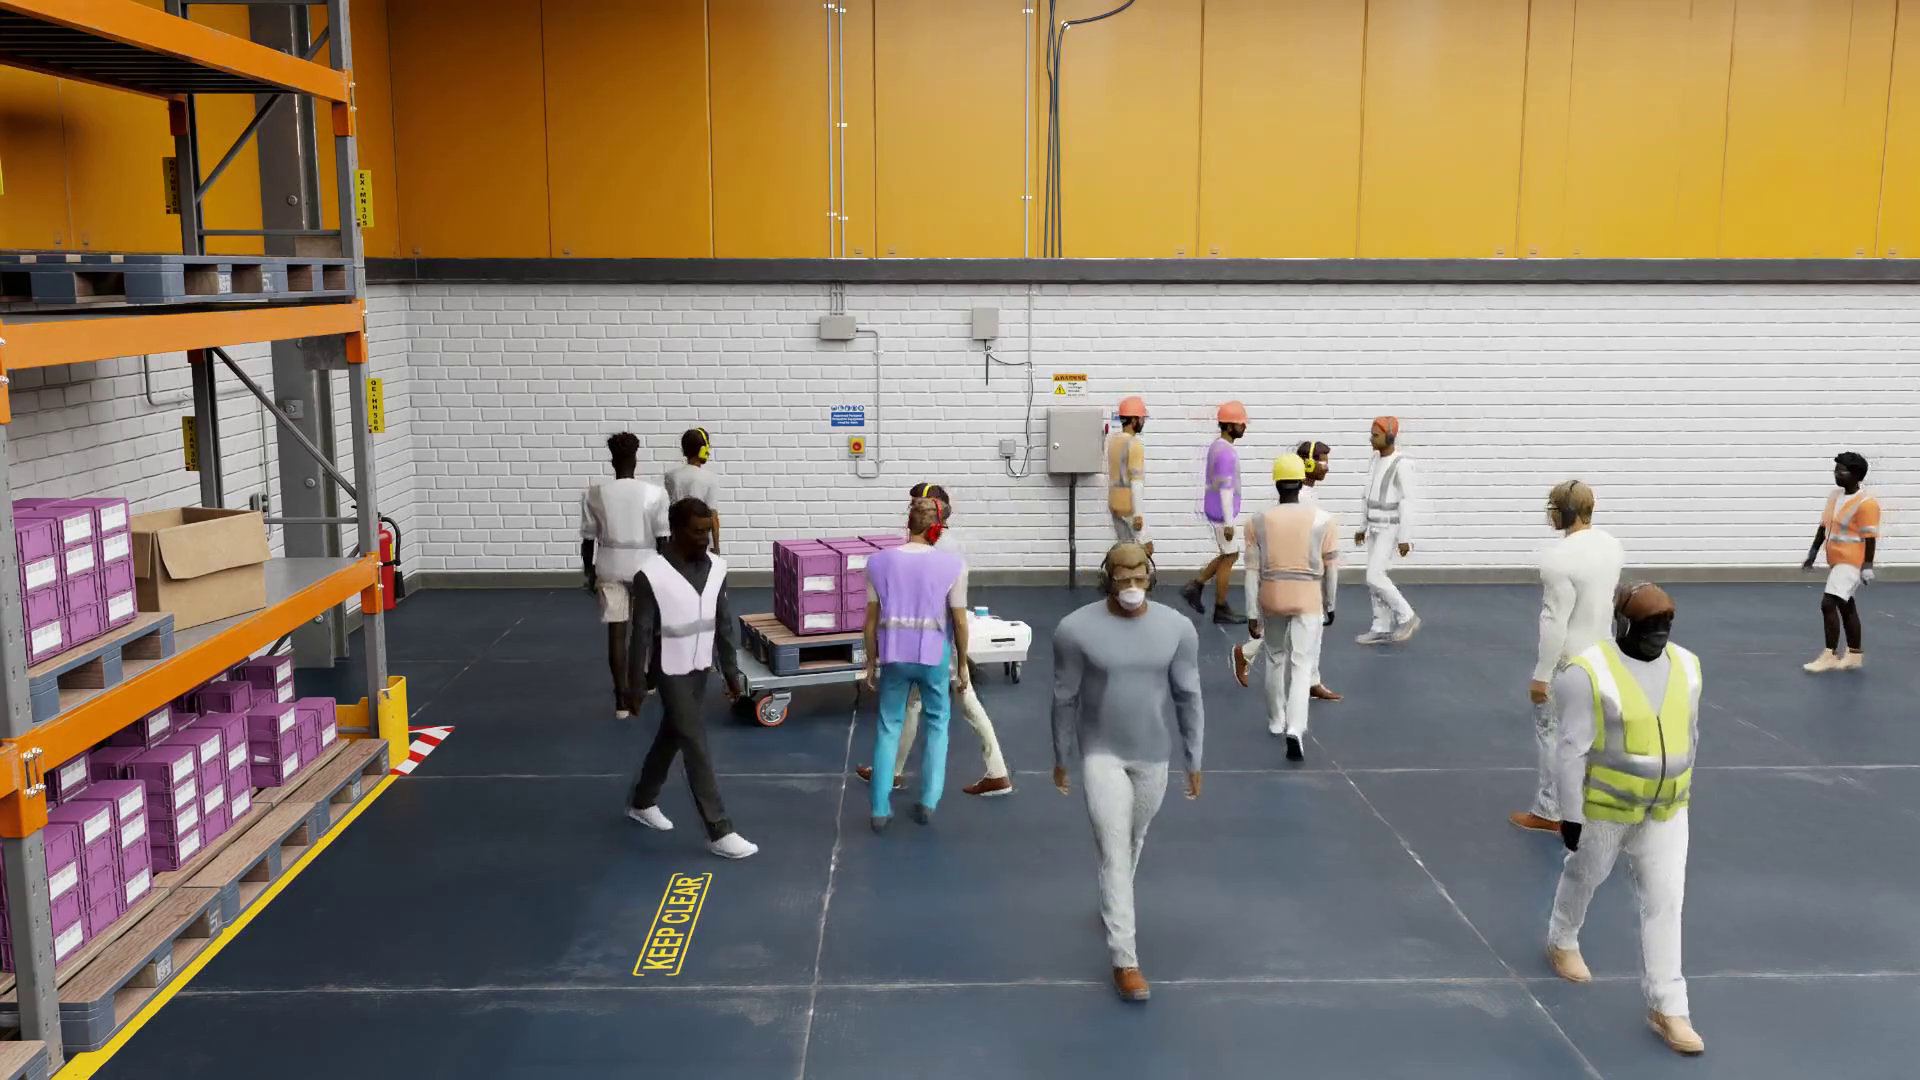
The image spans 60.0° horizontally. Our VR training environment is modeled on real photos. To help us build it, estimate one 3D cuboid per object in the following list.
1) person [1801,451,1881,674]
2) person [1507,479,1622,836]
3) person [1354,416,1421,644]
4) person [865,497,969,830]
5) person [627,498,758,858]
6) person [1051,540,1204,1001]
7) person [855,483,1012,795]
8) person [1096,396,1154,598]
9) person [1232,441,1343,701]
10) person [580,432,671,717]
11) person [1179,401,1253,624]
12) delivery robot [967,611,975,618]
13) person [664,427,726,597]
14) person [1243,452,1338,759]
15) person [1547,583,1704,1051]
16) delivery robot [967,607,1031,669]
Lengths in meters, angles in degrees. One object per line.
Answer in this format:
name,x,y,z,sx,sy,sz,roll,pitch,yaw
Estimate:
person,6.555,0.174,12.470,0.630,1.673,0.540,1,9,3
person,3.268,0.645,8.877,0.641,1.938,0.478,-7,12,-38
person,3.412,-0.072,13.385,0.426,1.867,0.580,-1,9,-8
person,-0.235,0.671,9.041,0.569,1.809,0.500,2,9,10
person,-1.444,0.692,8.766,1.025,1.857,0.594,6,11,34
person,0.724,0.925,7.234,0.647,1.893,1.011,-1,9,-8
person,-0.124,0.576,9.577,0.965,1.825,0.500,4,10,25
person,1.466,-0.301,14.613,0.449,1.923,0.555,-3,10,-18
person,2.339,0.212,11.746,0.723,1.840,0.533,5,10,28
person,-2.305,0.207,11.528,0.615,1.914,0.897,-1,9,-8
person,2.221,-0.228,14.174,0.506,1.923,0.558,0,9,1
delivery robot,-0.218,0.673,12.555,0.707,0.478,0.477,-6,11,-32
person,-1.986,0.081,12.517,0.541,1.850,0.401,4,10,23
person,2.066,0.398,10.478,0.580,1.898,0.938,3,10,15
person,2.700,1.048,6.771,0.644,1.796,0.970,-1,9,-7
delivery robot,0.158,0.733,12.190,0.707,0.478,0.477,-2,9,-13
